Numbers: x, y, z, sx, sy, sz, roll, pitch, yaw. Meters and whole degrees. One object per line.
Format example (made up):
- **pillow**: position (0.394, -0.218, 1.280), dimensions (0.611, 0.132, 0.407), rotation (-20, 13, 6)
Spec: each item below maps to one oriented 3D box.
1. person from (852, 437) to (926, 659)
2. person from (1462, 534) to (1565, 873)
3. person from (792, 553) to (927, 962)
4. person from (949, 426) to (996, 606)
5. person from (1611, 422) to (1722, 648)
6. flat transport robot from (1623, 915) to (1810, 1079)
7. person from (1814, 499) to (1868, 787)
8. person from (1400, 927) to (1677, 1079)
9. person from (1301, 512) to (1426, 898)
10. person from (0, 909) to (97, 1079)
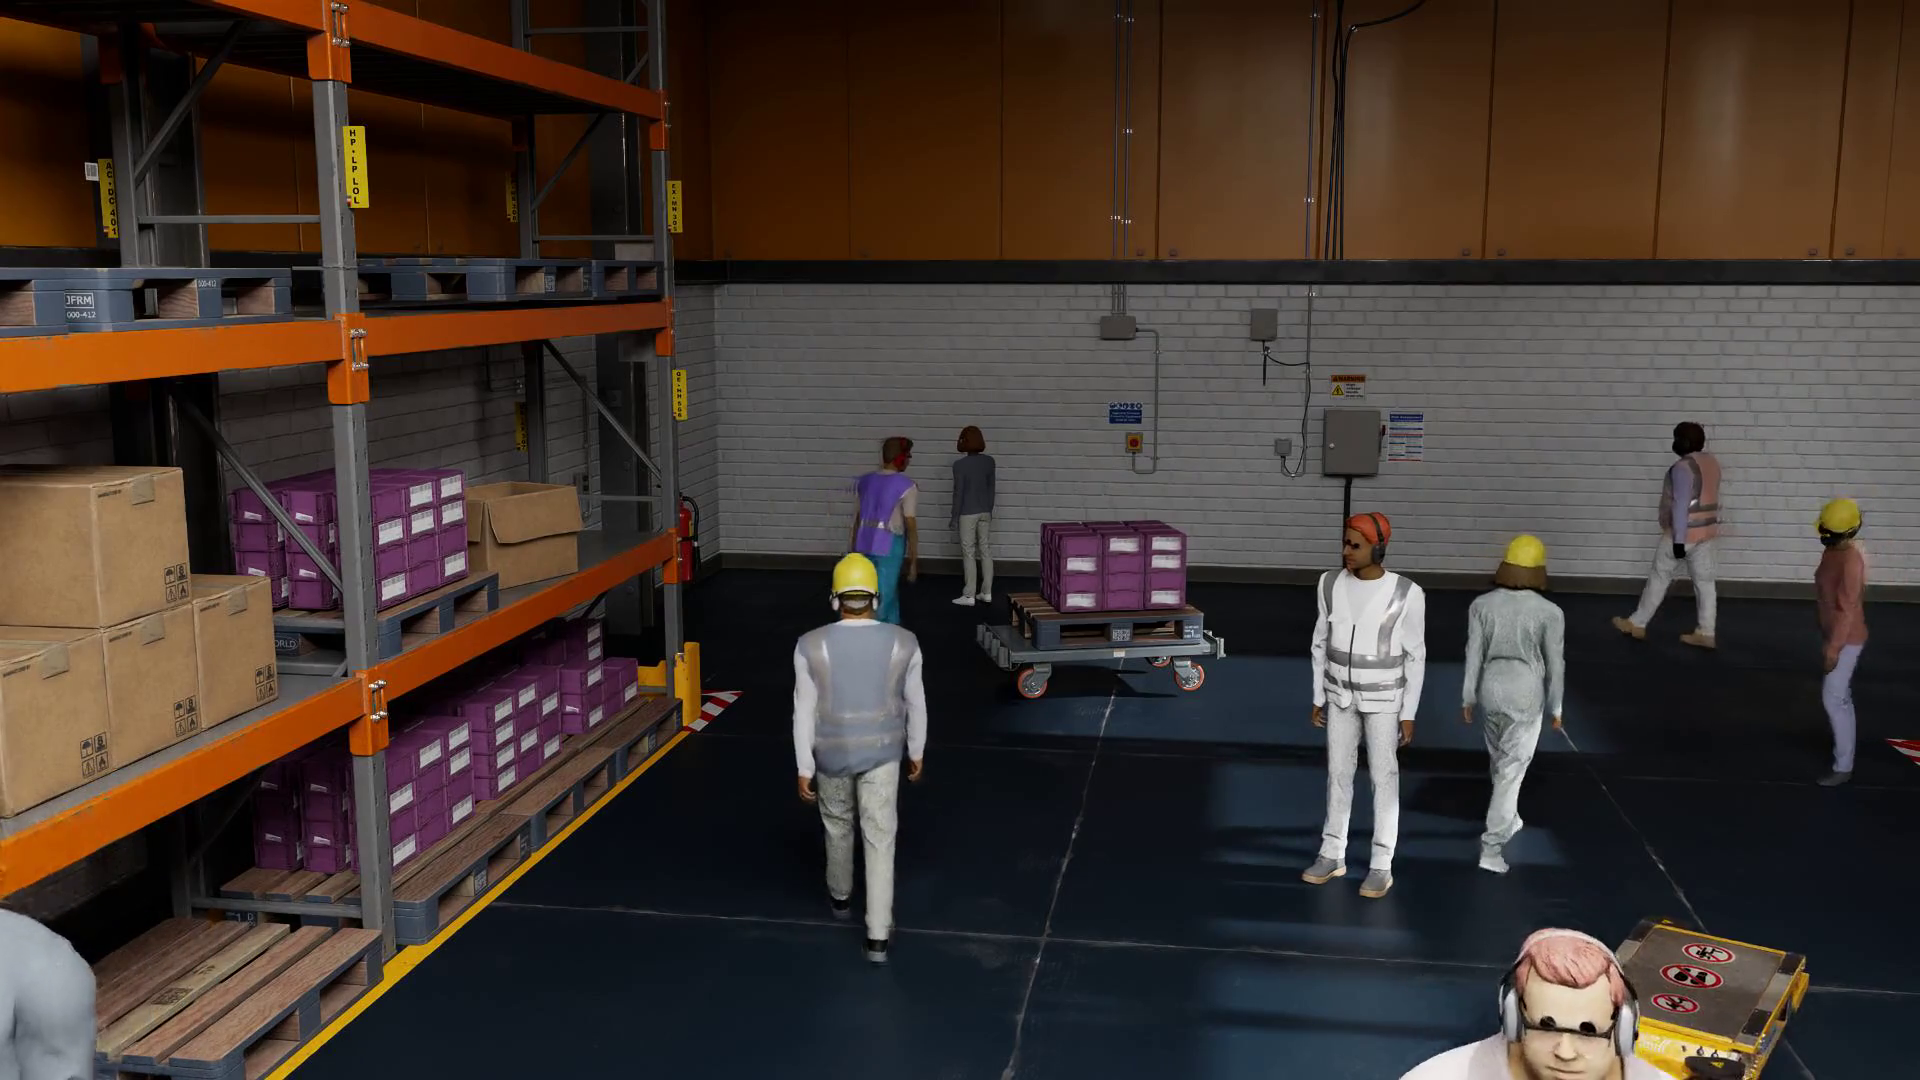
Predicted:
- **person**: position (-0.617, 0.121, 12.536), dimensions (0.619, 1.795, 0.944), rotation (9, 13, 44)
- **person**: position (2.833, 0.824, 8.547), dimensions (0.492, 1.703, 0.914), rotation (7, 12, 38)
- **person**: position (-0.445, 0.943, 7.484), dimensions (0.613, 1.783, 0.946), rotation (-1, 9, -9)
- **person**: position (0.113, -0.220, 15.105), dimensions (0.498, 1.634, 0.279), rotation (-8, 12, -42)
- **person**: position (5.826, -0.060, 13.573), dimensions (0.649, 1.803, 0.889), rotation (-6, 11, -35)
- **flat transport robot**: position (2.874, 1.843, 6.570), dimensions (0.652, 0.197, 1.431), rotation (7, 11, 36)
- **person**: position (5.207, 0.585, 9.871), dimensions (0.402, 1.719, 0.695), rotation (3, 10, 20)
- **person**: position (1.105, 1.608, 3.168), dimensions (0.666, 1.860, 1.008), rotation (4, 10, 22)
- **person**: position (1.966, 0.792, 8.099), dimensions (0.574, 1.881, 0.358), rotation (8, 12, 41)
- **person**: position (-2.182, 1.482, 3.739), dimensions (0.639, 1.918, 0.675), rotation (1, 9, 8)
